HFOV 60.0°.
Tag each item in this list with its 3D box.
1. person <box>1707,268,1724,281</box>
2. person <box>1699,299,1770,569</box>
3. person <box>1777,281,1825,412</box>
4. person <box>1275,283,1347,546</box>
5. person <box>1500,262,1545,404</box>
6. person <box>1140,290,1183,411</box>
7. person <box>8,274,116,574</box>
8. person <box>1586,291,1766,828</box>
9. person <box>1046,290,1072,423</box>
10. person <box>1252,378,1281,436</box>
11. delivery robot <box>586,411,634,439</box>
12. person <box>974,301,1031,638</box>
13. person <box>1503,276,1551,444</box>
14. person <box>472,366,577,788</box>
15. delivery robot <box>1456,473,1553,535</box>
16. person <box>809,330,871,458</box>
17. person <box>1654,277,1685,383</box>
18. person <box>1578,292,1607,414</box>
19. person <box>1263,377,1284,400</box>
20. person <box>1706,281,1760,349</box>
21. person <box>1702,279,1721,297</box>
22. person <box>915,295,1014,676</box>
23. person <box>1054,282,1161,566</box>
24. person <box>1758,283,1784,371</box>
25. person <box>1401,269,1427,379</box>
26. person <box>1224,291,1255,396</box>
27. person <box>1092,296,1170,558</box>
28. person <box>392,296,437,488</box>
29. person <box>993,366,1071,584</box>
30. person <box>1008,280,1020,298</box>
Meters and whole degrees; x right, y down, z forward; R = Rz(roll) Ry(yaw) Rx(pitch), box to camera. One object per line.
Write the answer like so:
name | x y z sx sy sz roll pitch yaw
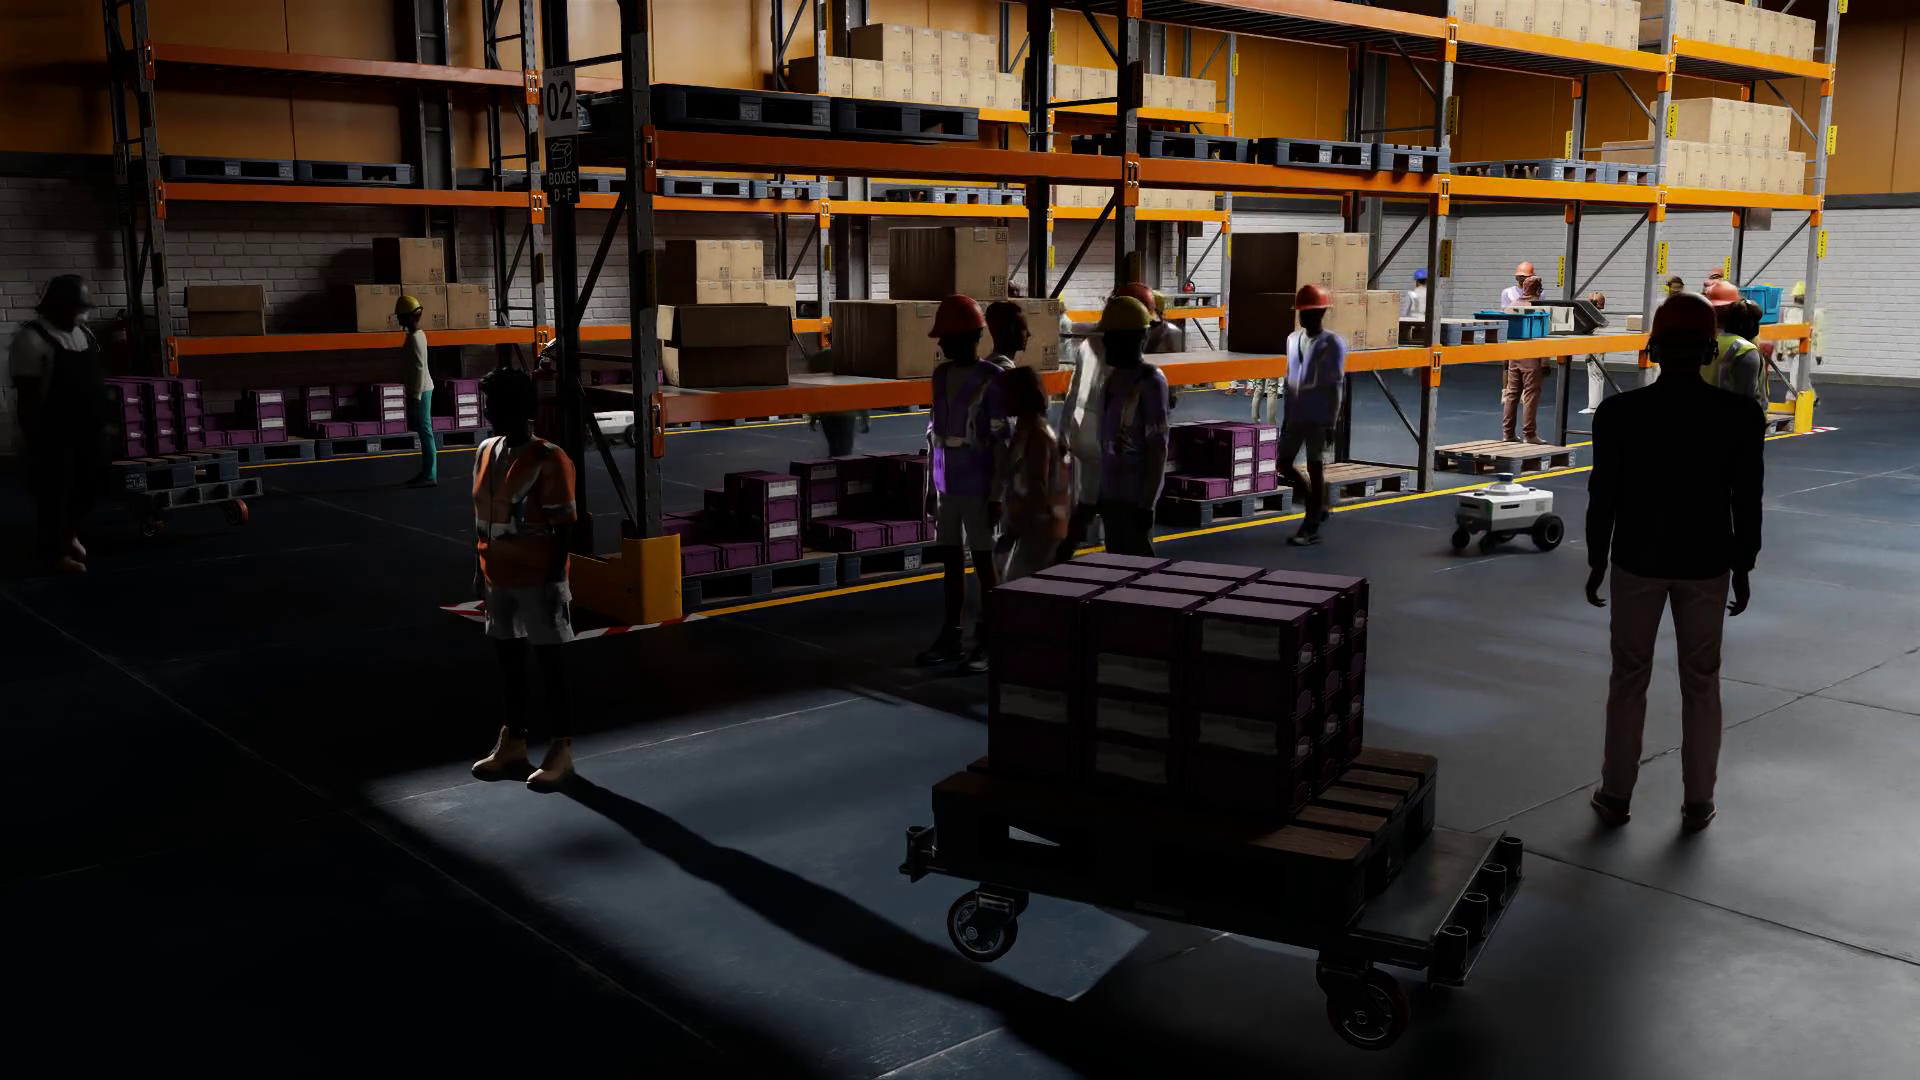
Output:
person | 11.153 -3.029 24.556 0.389 1.957 0.698 -2 10 -10
person | 5.279 -0.723 11.392 0.429 1.837 0.629 0 10 0
person | 11.291 -2.559 22.265 0.881 1.800 0.594 -3 10 -19
person | 2.559 -0.908 12.185 0.418 1.925 0.572 -7 12 -35
person | 8.036 -2.947 23.799 0.607 2.039 0.395 1 10 9
person | 1.880 -1.457 15.747 0.551 1.815 0.595 -8 13 -39
person | -6.015 -0.798 11.212 0.546 2.000 0.702 3 10 16
person | 2.640 0.082 6.191 0.609 1.995 0.376 3 10 15
person | 1.250 -2.261 20.741 0.771 1.711 0.494 -9 13 -42
person | 3.621 -2.117 19.464 0.319 1.861 0.532 -7 12 -37
delivery robot | -3.894 -1.326 18.372 0.707 0.478 0.477 -8 13 -39
person | 0.236 -0.353 9.066 0.355 1.883 0.572 -2 10 -11
person | 6.444 -2.032 18.864 0.399 1.900 0.644 -6 11 -29
person | -1.762 0.148 6.689 0.529 1.692 0.321 6 12 33
delivery robot | 3.938 -0.243 12.032 0.707 0.478 0.477 -5 11 -28
person | -0.959 -1.005 13.658 0.519 1.611 0.494 5 11 25
person | 9.856 -2.710 23.041 0.518 1.830 0.847 1 10 7
person | 8.553 -2.513 22.419 0.314 1.641 0.515 6 12 33
person | 4.609 -2.982 24.644 0.404 1.826 0.593 -7 12 -34
person | 5.917 -1.052 13.019 0.552 1.934 0.400 9 13 42
person | 7.190 -1.543 15.975 0.402 1.904 0.652 -5 11 -26
person | 0.014 -0.275 8.475 0.374 1.930 0.542 -10 14 -44
person | 0.878 -0.577 10.162 0.883 1.974 0.640 -3 10 -17
person | 11.632 -2.852 24.114 0.534 1.739 0.768 2 10 11
person | 7.972 -3.746 28.916 0.634 1.893 1.021 -3 10 -15
person | 4.322 -3.154 25.306 0.629 1.940 0.379 7 12 34
person | 0.838 -0.259 8.386 0.370 1.927 0.588 -4 10 -20
person | -5.008 -1.356 15.296 0.329 1.763 0.523 -3 10 -17
person | 0.363 -0.022 7.957 0.479 1.607 0.552 -1 10 -3
person | 0.438 -1.692 16.938 0.912 1.869 0.642 -3 10 -19
